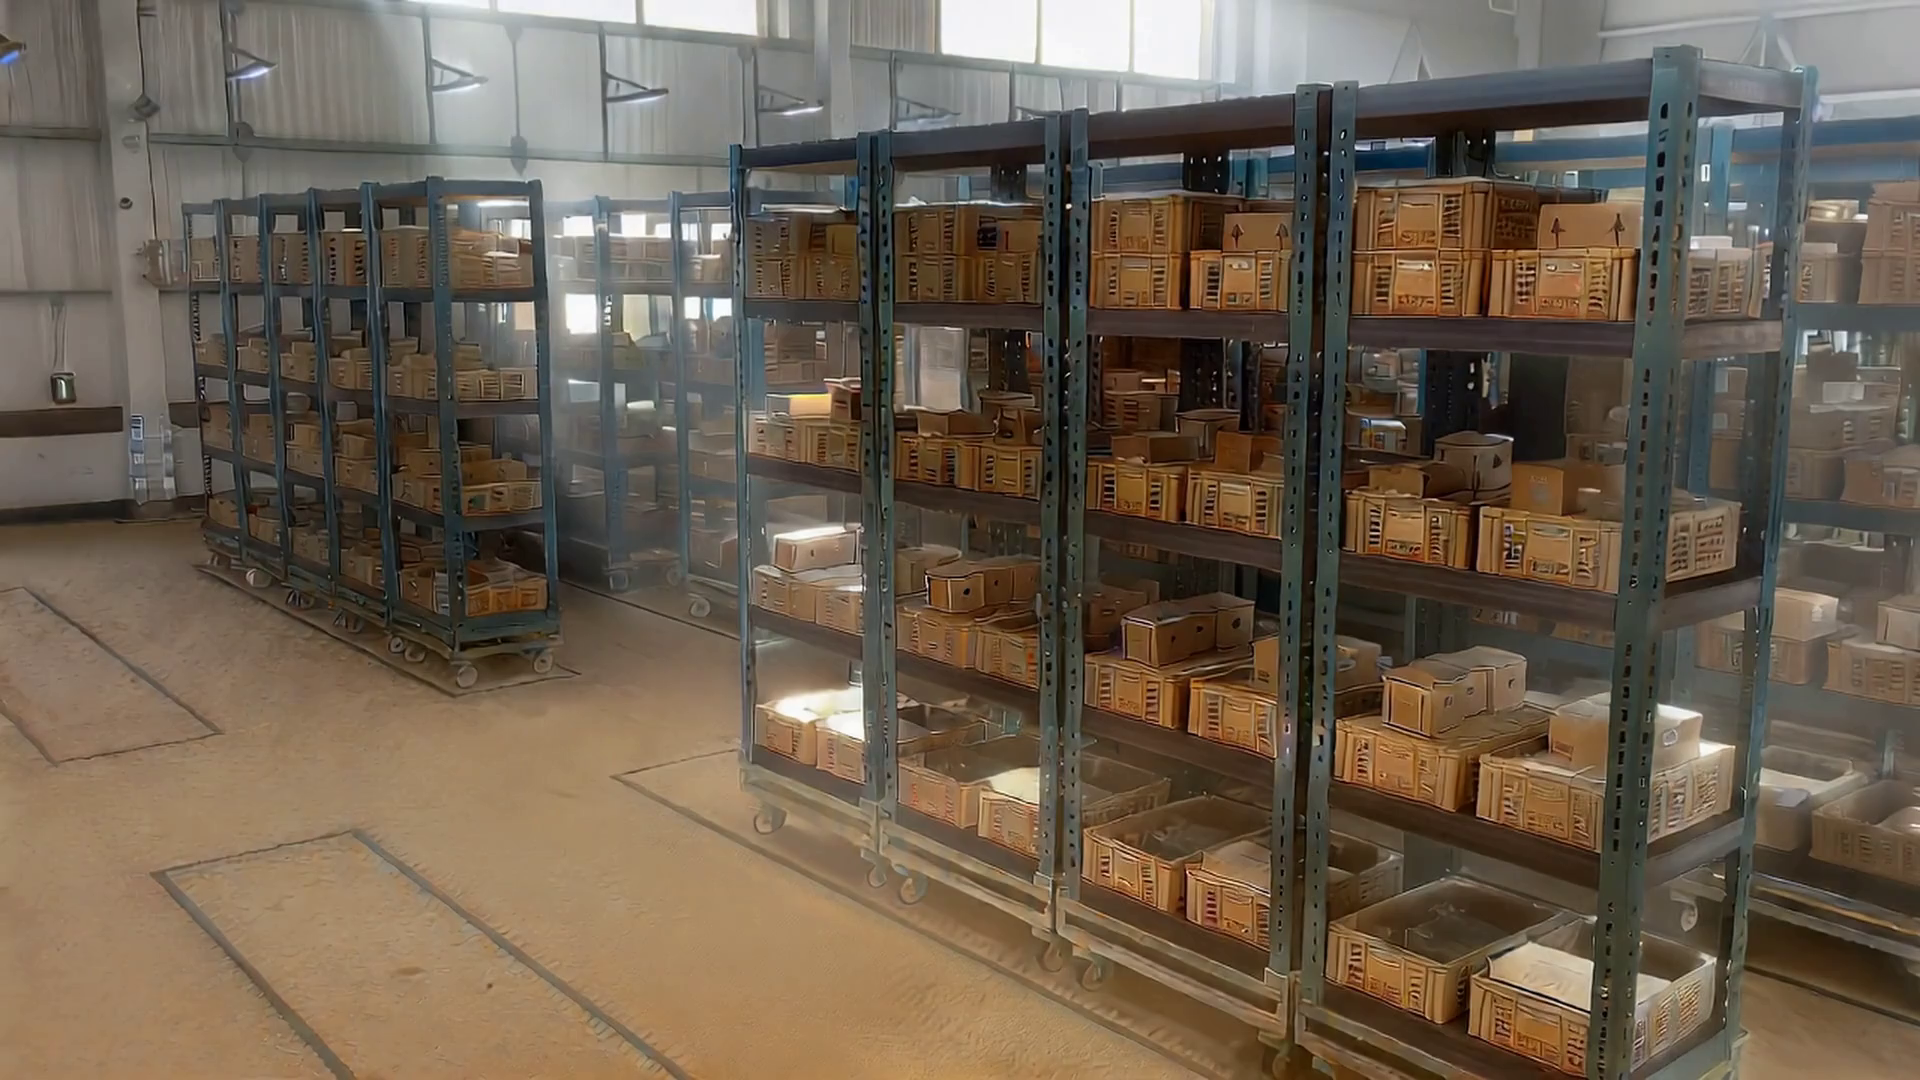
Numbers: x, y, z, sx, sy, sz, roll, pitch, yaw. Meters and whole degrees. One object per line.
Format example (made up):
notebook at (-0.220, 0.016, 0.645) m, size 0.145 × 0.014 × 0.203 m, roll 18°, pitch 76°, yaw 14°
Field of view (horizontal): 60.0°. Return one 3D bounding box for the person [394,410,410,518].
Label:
person at (-6.671, -1.183, 19.820) m, size 0.384 × 1.845 × 0.569 m, roll -2°, pitch 10°, yaw -14°
